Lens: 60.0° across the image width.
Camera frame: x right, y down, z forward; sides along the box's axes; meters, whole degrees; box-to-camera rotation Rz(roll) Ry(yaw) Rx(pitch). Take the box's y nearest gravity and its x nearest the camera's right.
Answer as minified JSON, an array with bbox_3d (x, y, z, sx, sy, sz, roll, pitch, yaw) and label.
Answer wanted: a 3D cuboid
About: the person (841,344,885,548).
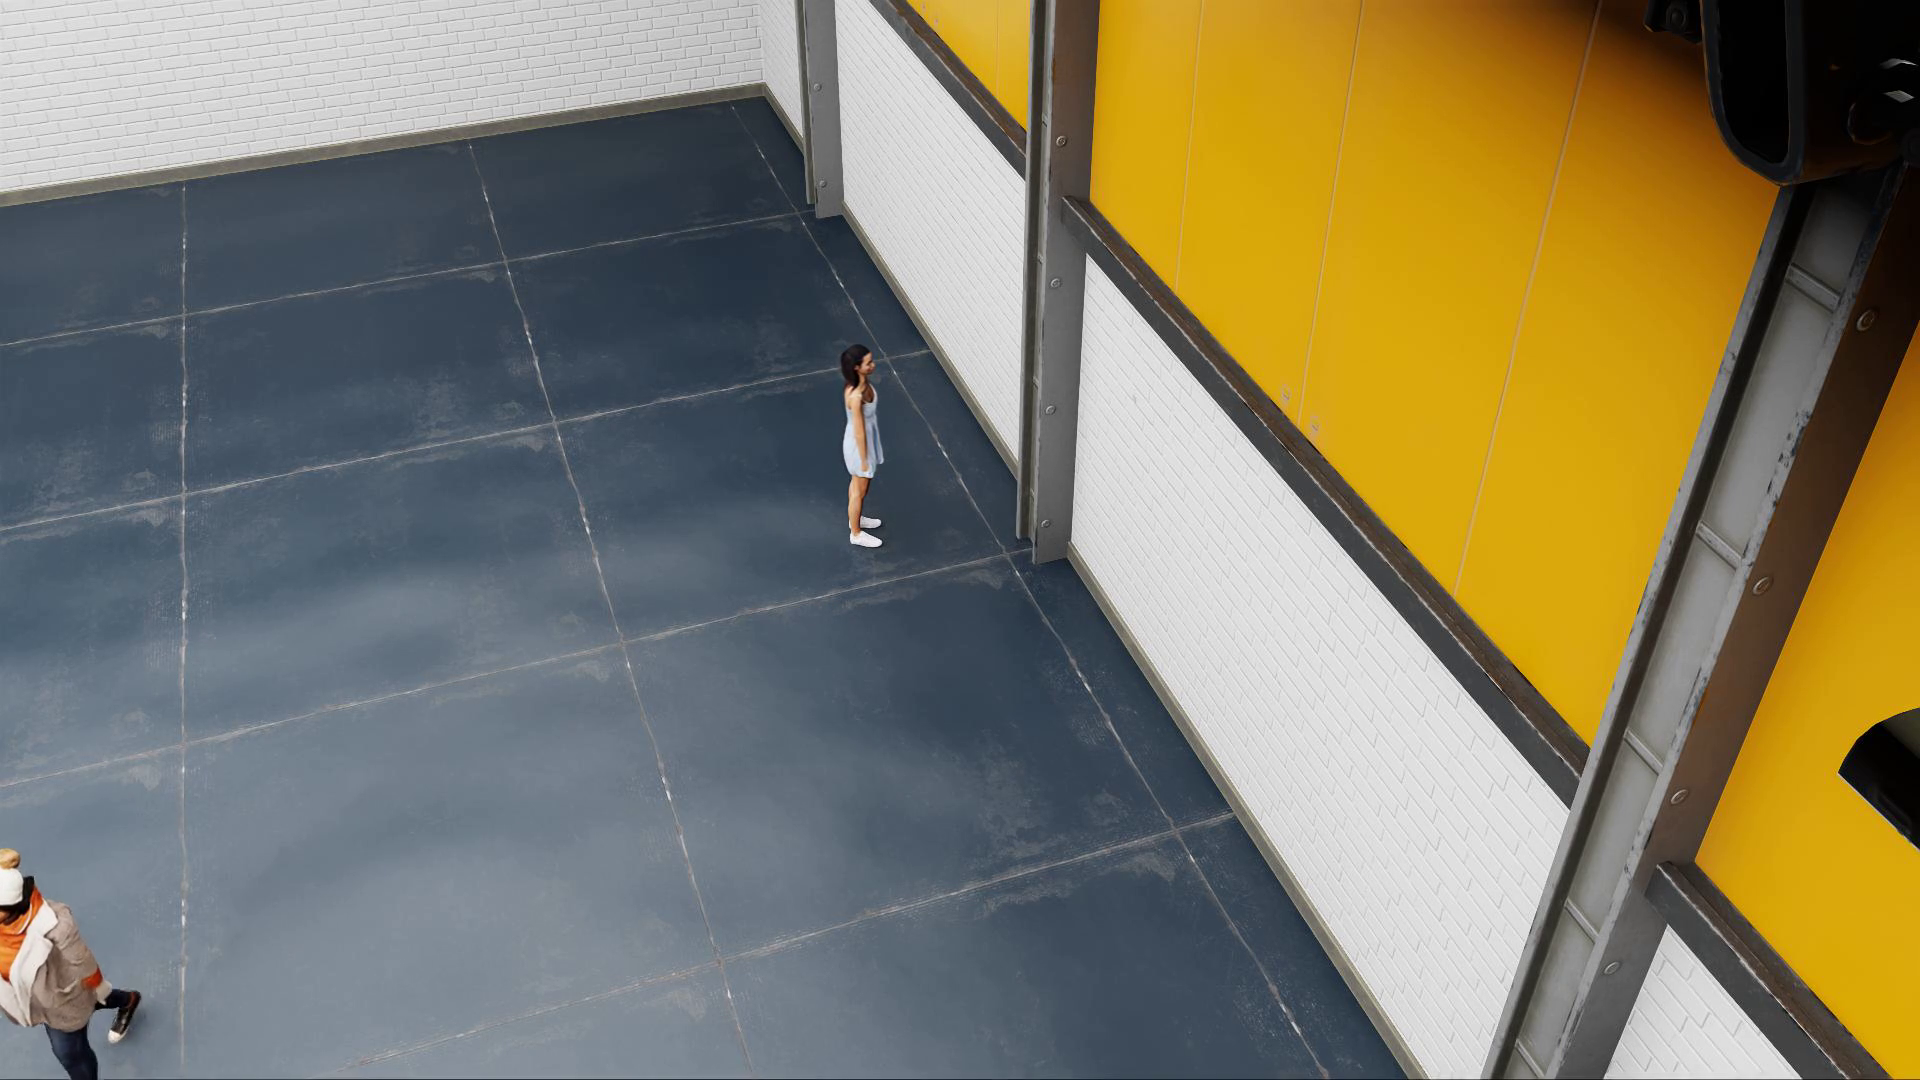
[{"bbox_3d":[-0.751,-0.733,12.576,0.713,1.729,0.574,0,39,0],"label":"person"}]

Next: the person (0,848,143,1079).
[{"bbox_3d":[-4.739,2.234,8.761,1.117,1.852,1.274,10,40,12],"label":"person"}]
